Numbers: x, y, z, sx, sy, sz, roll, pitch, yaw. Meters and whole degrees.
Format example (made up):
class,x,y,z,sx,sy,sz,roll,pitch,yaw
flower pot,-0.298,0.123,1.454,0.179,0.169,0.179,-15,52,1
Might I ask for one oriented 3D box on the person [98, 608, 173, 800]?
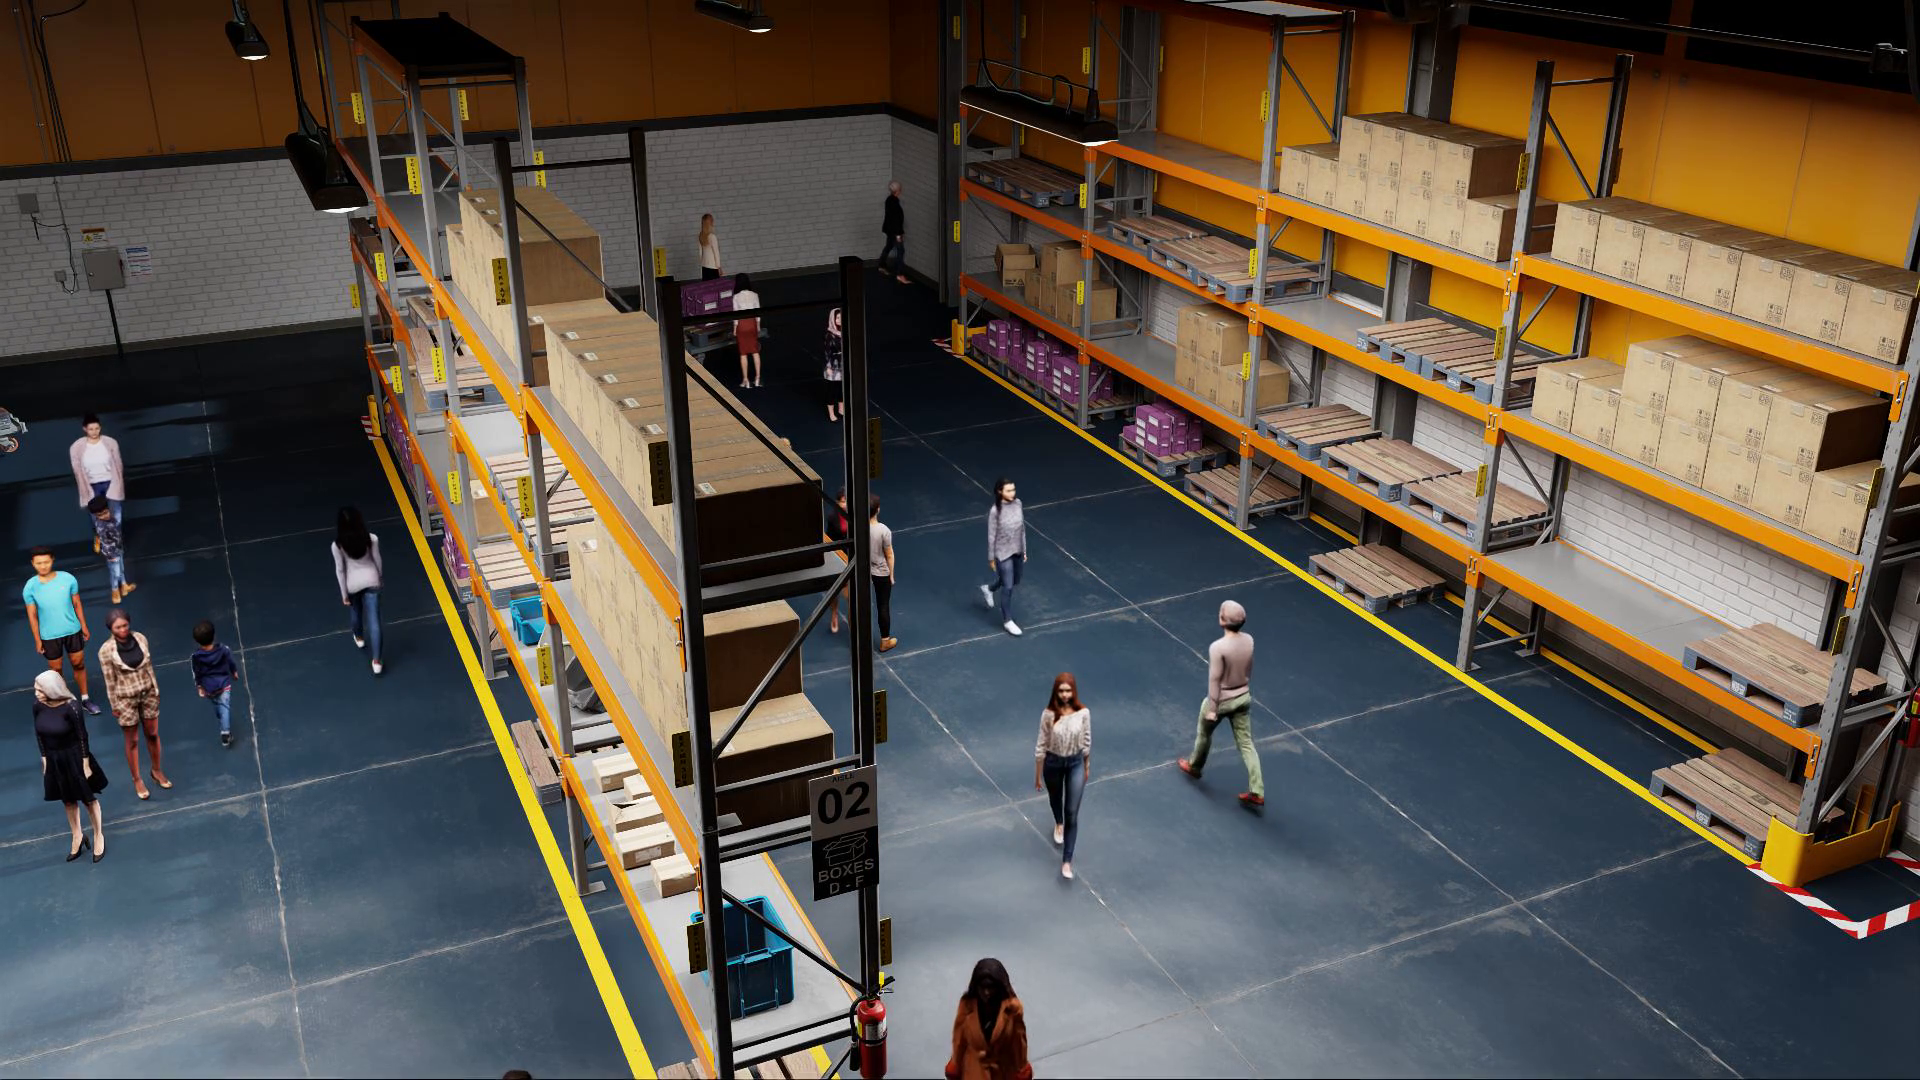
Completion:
class,x,y,z,sx,sy,sz,roll,pitch,yaw
person,-7.169,1.402,14.456,0.683,1.793,0.671,18,29,35

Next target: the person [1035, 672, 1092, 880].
class,x,y,z,sx,sy,sz,roll,pitch,yaw
person,0.842,1.832,13.613,0.960,1.679,1.213,1,24,3

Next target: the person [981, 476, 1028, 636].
class,x,y,z,sx,sy,sz,roll,pitch,yaw
person,0.448,0.112,17.506,0.787,1.714,1.028,-19,30,-36

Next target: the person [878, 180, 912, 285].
class,x,y,z,sx,sy,sz,roll,pitch,yaw
person,-1.069,-5.264,28.372,0.979,1.756,0.802,-6,24,-13

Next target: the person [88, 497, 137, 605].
class,x,y,z,sx,sy,sz,roll,pitch,yaw
person,-9.279,0.059,18.217,0.752,1.240,0.582,-5,24,-11

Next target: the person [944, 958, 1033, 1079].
class,x,y,z,sx,sy,sz,roll,pitch,yaw
person,0.180,3.270,10.286,0.921,1.709,1.001,4,24,8

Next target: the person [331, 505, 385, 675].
class,x,y,z,sx,sy,sz,roll,pitch,yaw
person,-5.947,0.525,16.587,0.611,1.693,1.100,-10,25,-21

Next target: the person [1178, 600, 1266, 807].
class,x,y,z,sx,sy,sz,roll,pitch,yaw
person,2.378,1.444,14.306,0.766,1.835,1.273,-14,27,-29

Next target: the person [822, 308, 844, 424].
class,x,y,z,sx,sy,sz,roll,pitch,yaw
person,-1.737,-2.494,23.561,0.714,1.638,0.729,-22,32,-40

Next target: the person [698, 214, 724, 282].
class,x,y,z,sx,sy,sz,roll,pitch,yaw
person,-4.196,-4.570,28.036,0.596,1.858,0.750,20,31,38

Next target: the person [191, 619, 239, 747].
class,x,y,z,sx,sy,sz,roll,pitch,yaw
person,-6.868,1.335,15.362,0.585,1.189,0.858,-7,25,-16

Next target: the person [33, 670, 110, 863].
class,x,y,z,sx,sy,sz,roll,pitch,yaw
person,-7.254,1.833,13.528,0.700,1.747,0.729,3,24,7

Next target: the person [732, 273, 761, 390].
class,x,y,z,sx,sy,sz,roll,pitch,yaw
person,-3.199,-3.136,24.891,0.623,1.750,0.540,-14,27,-28

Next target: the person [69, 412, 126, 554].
class,x,y,z,sx,sy,sz,roll,pitch,yaw
person,-9.984,-0.681,19.298,0.750,1.731,0.736,-13,27,-27

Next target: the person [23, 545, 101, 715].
class,x,y,z,sx,sy,sz,roll,pitch,yaw
person,-8.501,0.867,15.703,0.663,1.774,0.582,-17,29,-34
